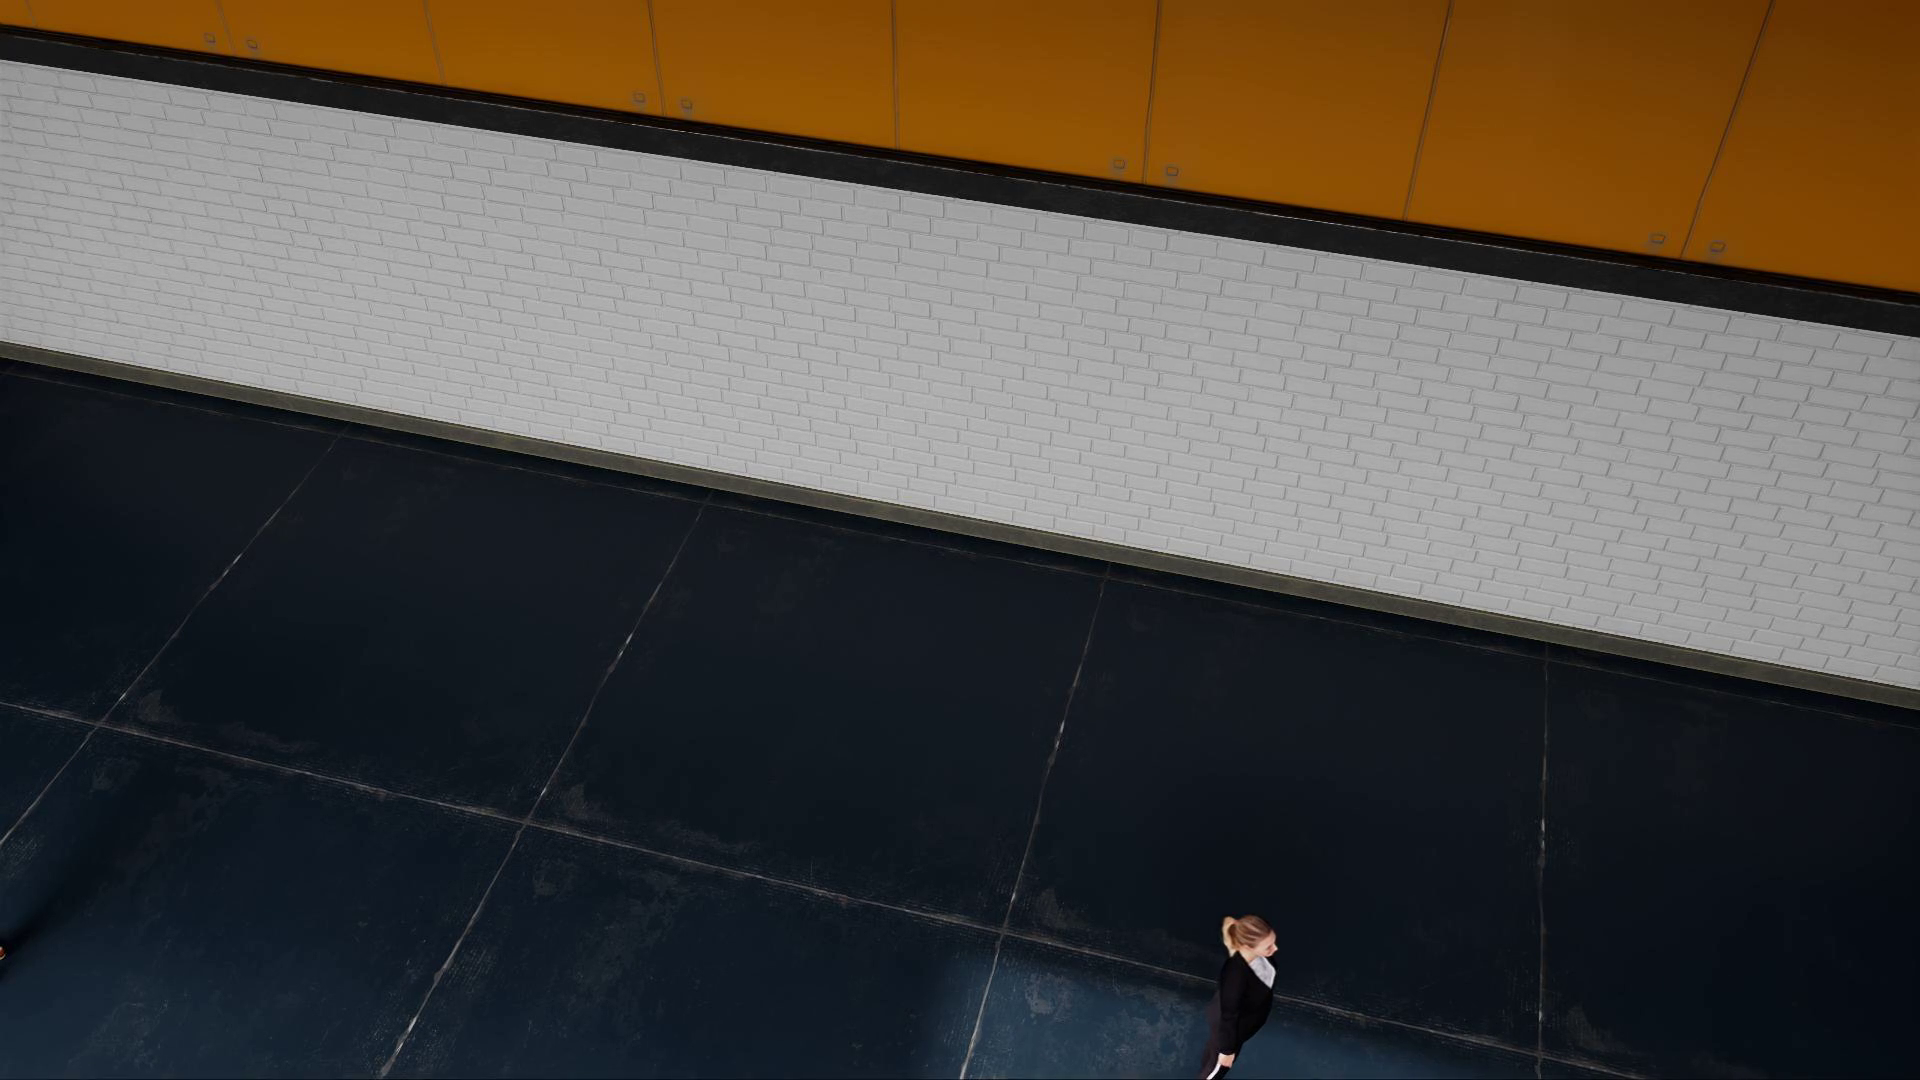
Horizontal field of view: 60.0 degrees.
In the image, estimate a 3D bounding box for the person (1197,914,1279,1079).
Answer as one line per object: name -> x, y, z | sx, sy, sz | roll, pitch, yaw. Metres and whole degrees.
person -> 1.348, 2.364, 8.236 | 0.698, 1.706, 0.496 | 15, 46, 15
